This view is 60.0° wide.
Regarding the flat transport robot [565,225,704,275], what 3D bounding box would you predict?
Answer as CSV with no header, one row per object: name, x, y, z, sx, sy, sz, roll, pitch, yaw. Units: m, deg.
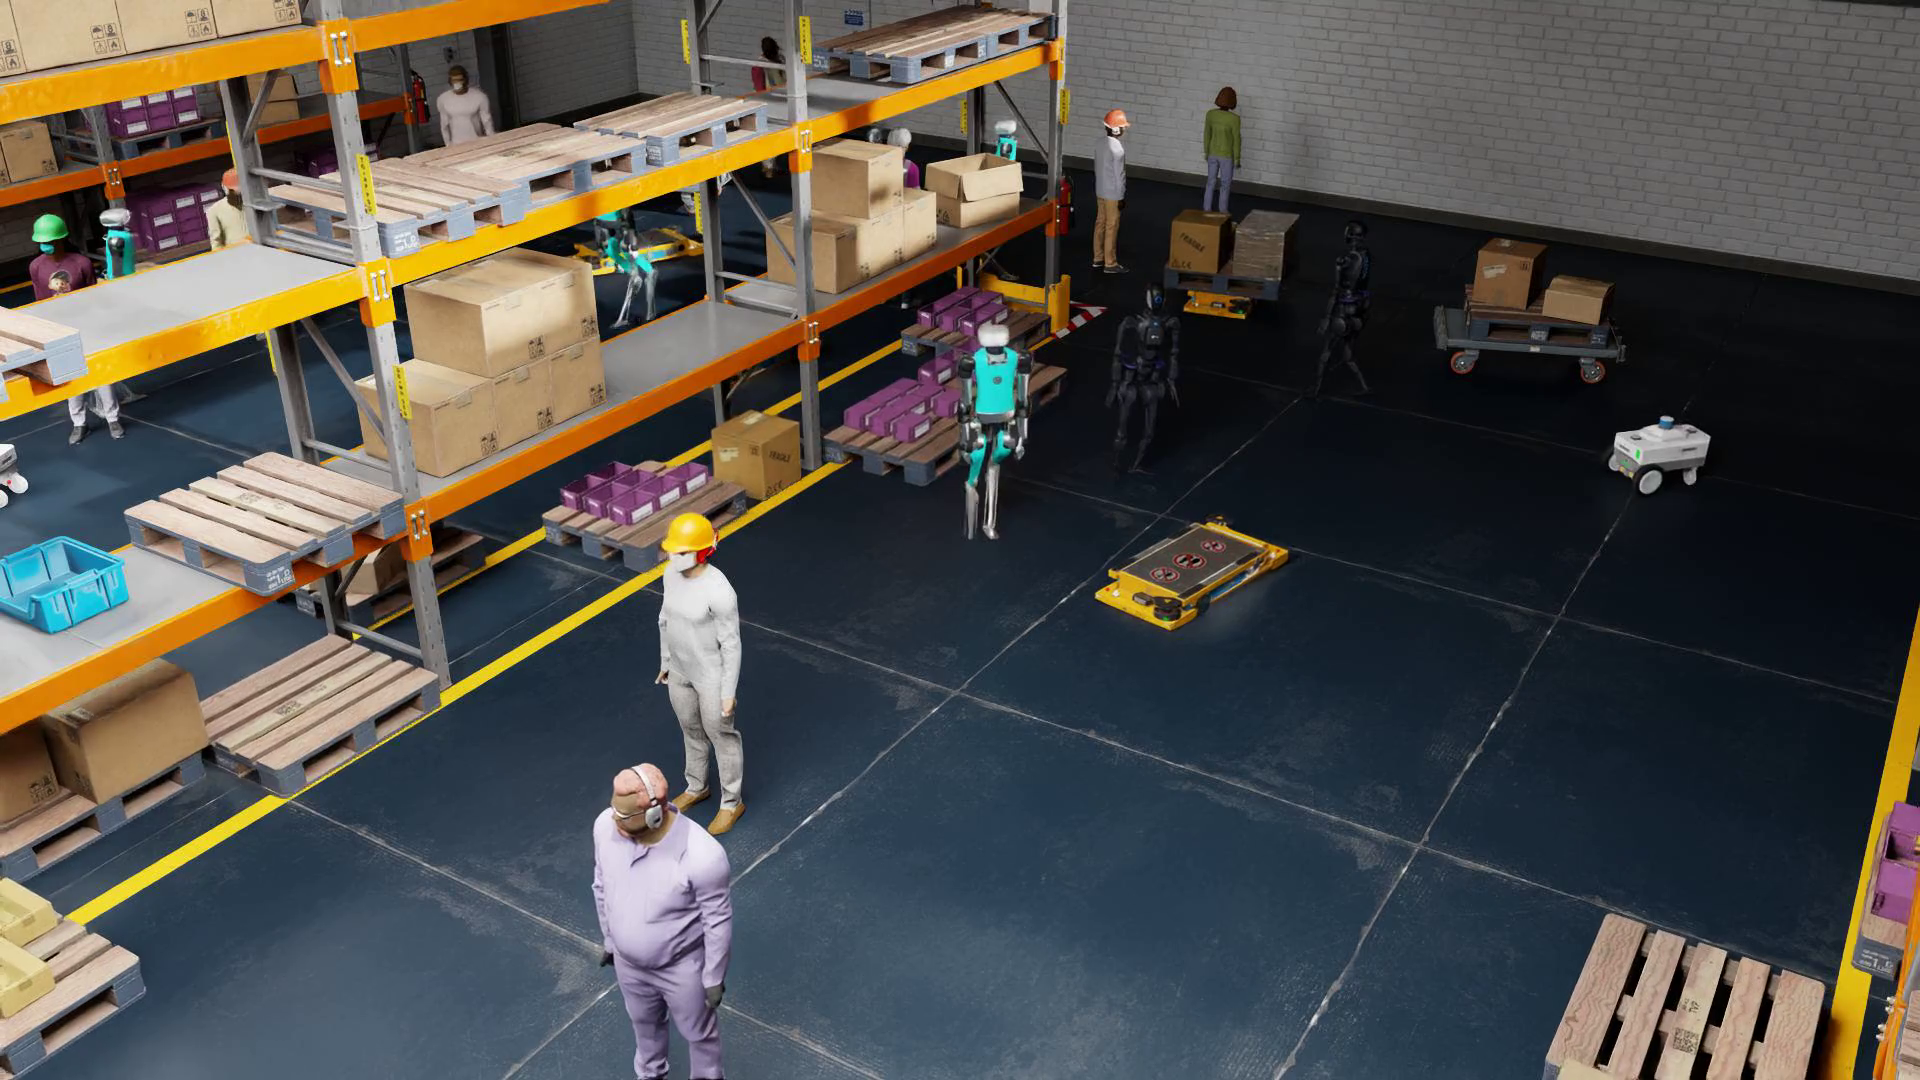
flat transport robot,-3.631,-3.229,18.561,1.431,0.231,0.659,-19,33,-33

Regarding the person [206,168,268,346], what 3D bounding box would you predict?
person,-6.823,-2.698,15.900,0.558,1.714,0.638,-11,29,-20

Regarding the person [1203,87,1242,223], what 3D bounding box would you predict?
person,3.081,-4.499,19.551,0.508,1.632,0.269,24,36,39

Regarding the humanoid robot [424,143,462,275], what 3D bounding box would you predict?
humanoid robot,-5.333,-3.220,17.004,0.596,1.642,0.352,-7,28,-14

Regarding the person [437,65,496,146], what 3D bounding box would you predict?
person,-5.719,-4.601,19.455,0.641,1.911,0.841,-1,27,-2

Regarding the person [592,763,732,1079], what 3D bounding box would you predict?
person,-1.254,1.746,6.955,0.640,1.905,0.402,13,30,23

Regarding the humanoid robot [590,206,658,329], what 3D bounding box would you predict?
humanoid robot,-3.267,-2.969,16.472,0.543,1.812,0.818,13,30,25

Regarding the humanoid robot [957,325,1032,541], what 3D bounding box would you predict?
humanoid robot,0.201,-0.749,12.152,0.533,1.869,0.728,-5,27,-10

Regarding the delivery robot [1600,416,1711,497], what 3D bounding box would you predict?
delivery robot,5.555,-0.698,13.243,0.754,0.582,0.509,-7,28,-14

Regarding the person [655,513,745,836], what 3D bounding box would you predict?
person,-1.409,0.710,9.003,0.559,1.898,0.352,19,32,32

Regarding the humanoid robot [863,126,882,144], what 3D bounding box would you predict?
humanoid robot,-0.869,-3.618,17.826,0.603,1.658,0.680,24,35,38

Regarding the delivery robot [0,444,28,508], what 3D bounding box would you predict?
delivery robot,-7.761,-0.560,12.979,0.782,0.589,0.499,2,27,4

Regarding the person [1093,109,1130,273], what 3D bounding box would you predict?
person,1.647,-3.778,18.002,0.329,1.751,0.564,-11,29,-20

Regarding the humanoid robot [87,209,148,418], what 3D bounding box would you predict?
humanoid robot,-7.502,-1.960,14.437,0.891,1.769,0.580,-7,28,-14

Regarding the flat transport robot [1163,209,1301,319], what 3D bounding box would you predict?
flat transport robot,2.850,-2.629,17.377,0.659,0.231,1.431,11,29,20

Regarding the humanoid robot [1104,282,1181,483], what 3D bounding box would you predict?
humanoid robot,1.429,-1.245,13.116,0.599,1.648,0.369,-6,28,-13

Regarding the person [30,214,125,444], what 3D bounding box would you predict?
person,-7.347,-1.764,13.821,0.489,1.949,0.424,-8,28,-15

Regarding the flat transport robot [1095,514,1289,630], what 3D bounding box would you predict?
flat transport robot,1.660,0.213,11.779,0.659,0.231,1.431,23,35,38

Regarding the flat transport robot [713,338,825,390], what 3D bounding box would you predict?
flat transport robot,-1.961,-1.765,15.676,0.659,0.231,1.431,16,31,28

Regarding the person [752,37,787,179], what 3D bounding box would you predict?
person,-2.447,-5.625,21.595,0.499,1.803,0.670,12,29,22

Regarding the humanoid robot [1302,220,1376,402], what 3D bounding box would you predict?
humanoid robot,3.414,-2.019,14.653,0.601,1.625,0.524,-24,36,-39

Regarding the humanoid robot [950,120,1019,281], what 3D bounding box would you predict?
humanoid robot,0.173,-3.520,17.582,0.898,1.818,0.539,2,27,4

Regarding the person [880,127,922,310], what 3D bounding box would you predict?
person,-0.623,-3.272,16.914,0.506,1.839,0.343,16,31,29
